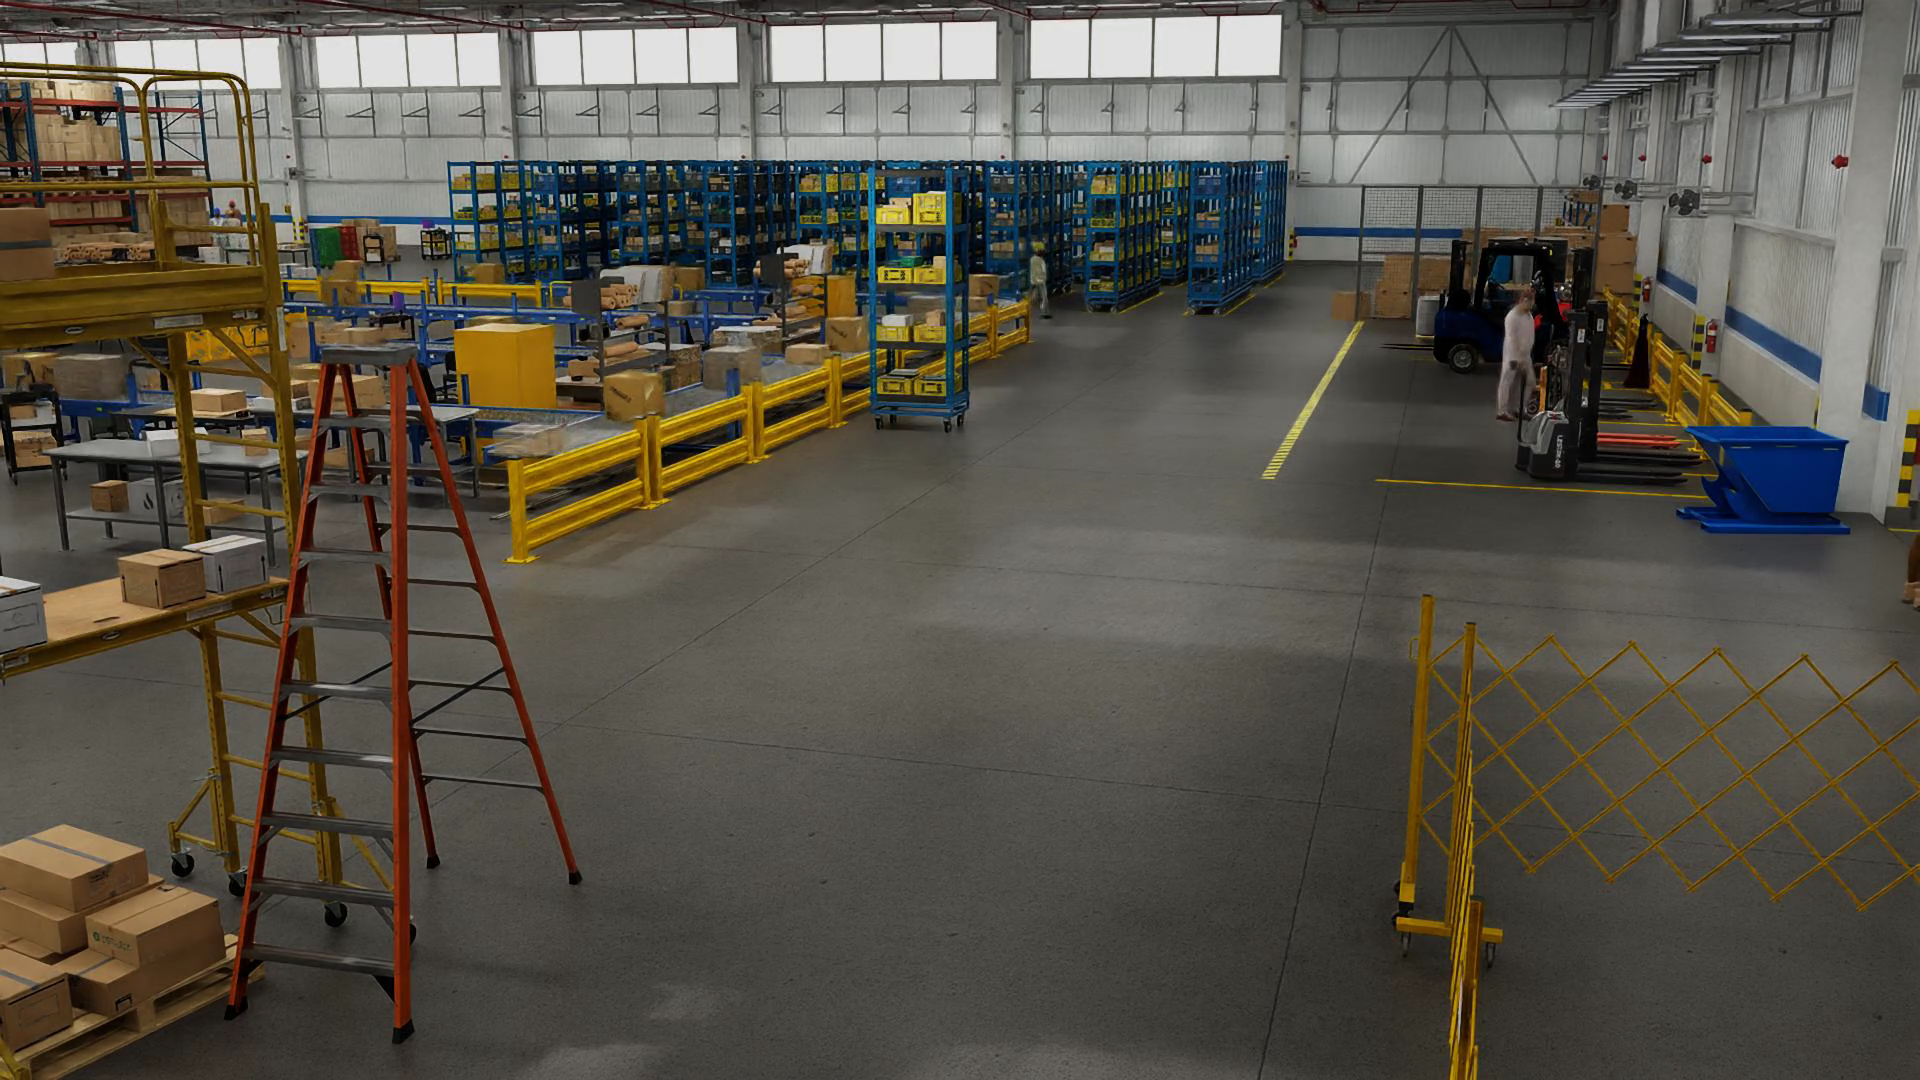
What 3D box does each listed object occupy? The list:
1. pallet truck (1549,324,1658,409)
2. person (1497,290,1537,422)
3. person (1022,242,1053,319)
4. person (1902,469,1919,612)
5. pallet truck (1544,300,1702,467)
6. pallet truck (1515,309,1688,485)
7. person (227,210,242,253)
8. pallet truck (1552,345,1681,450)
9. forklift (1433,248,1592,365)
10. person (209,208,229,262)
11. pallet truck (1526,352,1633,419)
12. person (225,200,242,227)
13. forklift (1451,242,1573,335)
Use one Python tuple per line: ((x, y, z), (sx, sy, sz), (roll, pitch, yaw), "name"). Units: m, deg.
((9.824, -2.669, 25.407), (1.601, 1.201, 0.680), (4, 14, 16), "pallet truck")
((8.007, -2.611, 23.731), (0.680, 1.879, 0.627), (-11, 17, -39), "person")
((1.761, -6.038, 38.711), (0.778, 1.805, 0.597), (6, 14, 23), "person")
((8.205, -0.410, 13.870), (0.397, 2.043, 0.609), (3, 13, 14), "person")
((8.263, -1.952, 20.631), (1.885, 1.965, 0.823), (5, 14, 20), "pallet truck")
((7.554, -1.677, 19.446), (1.885, 1.965, 0.823), (3, 13, 14), "pallet truck")
((-27.406, -11.590, 62.855), (0.521, 1.728, 0.792), (-7, 15, -28), "person")
((8.641, -1.896, 21.908), (1.630, 1.274, 0.653), (4, 14, 16), "pallet truck")
((9.780, -4.111, 29.280), (2.680, 1.987, 1.157), (3, 13, 14), "forklift")
((-26.035, -10.682, 58.449), (0.609, 1.948, 0.389), (-5, 14, -22), "person")
((9.065, -2.460, 24.370), (1.522, 1.261, 0.704), (3, 13, 14), "pallet truck")
((-29.368, -12.740, 67.271), (0.623, 1.994, 0.409), (-6, 14, -24), "person")
((10.464, -4.597, 31.405), (2.680, 1.987, 1.157), (4, 14, 16), "forklift")
